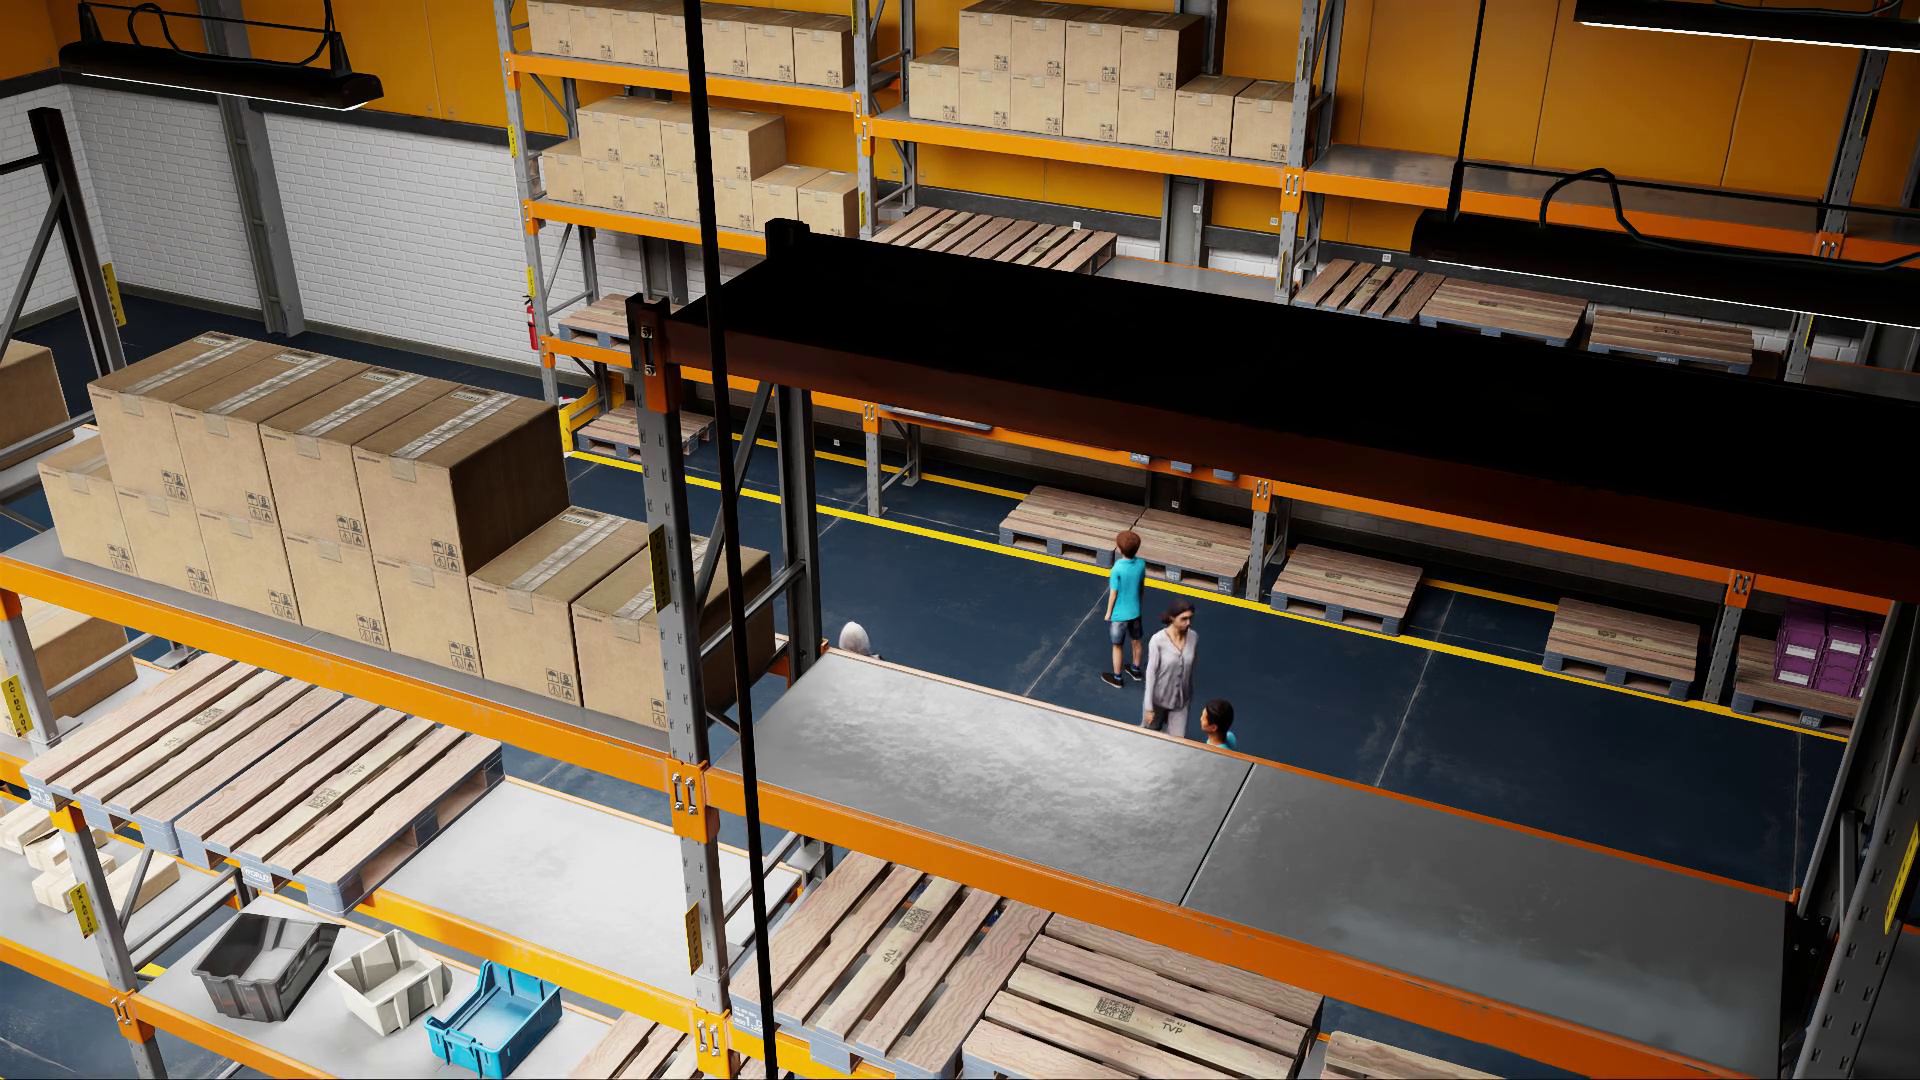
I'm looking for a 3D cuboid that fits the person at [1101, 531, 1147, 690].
[{"bbox_3d":[1.405,0.573,14.050,0.592,1.449,0.616,-17,33,-28],"label":"person"}]

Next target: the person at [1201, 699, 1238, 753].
[{"bbox_3d":[1.742,1.846,11.376,0.582,1.774,0.663,6,29,10],"label":"person"}]

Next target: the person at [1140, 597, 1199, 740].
[{"bbox_3d":[1.524,1.180,12.642,1.088,1.731,1.112,-7,29,-13],"label":"person"}]

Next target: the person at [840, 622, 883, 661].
[{"bbox_3d":[-0.743,1.369,12.279,0.700,1.747,0.729,-17,33,-28],"label":"person"}]
